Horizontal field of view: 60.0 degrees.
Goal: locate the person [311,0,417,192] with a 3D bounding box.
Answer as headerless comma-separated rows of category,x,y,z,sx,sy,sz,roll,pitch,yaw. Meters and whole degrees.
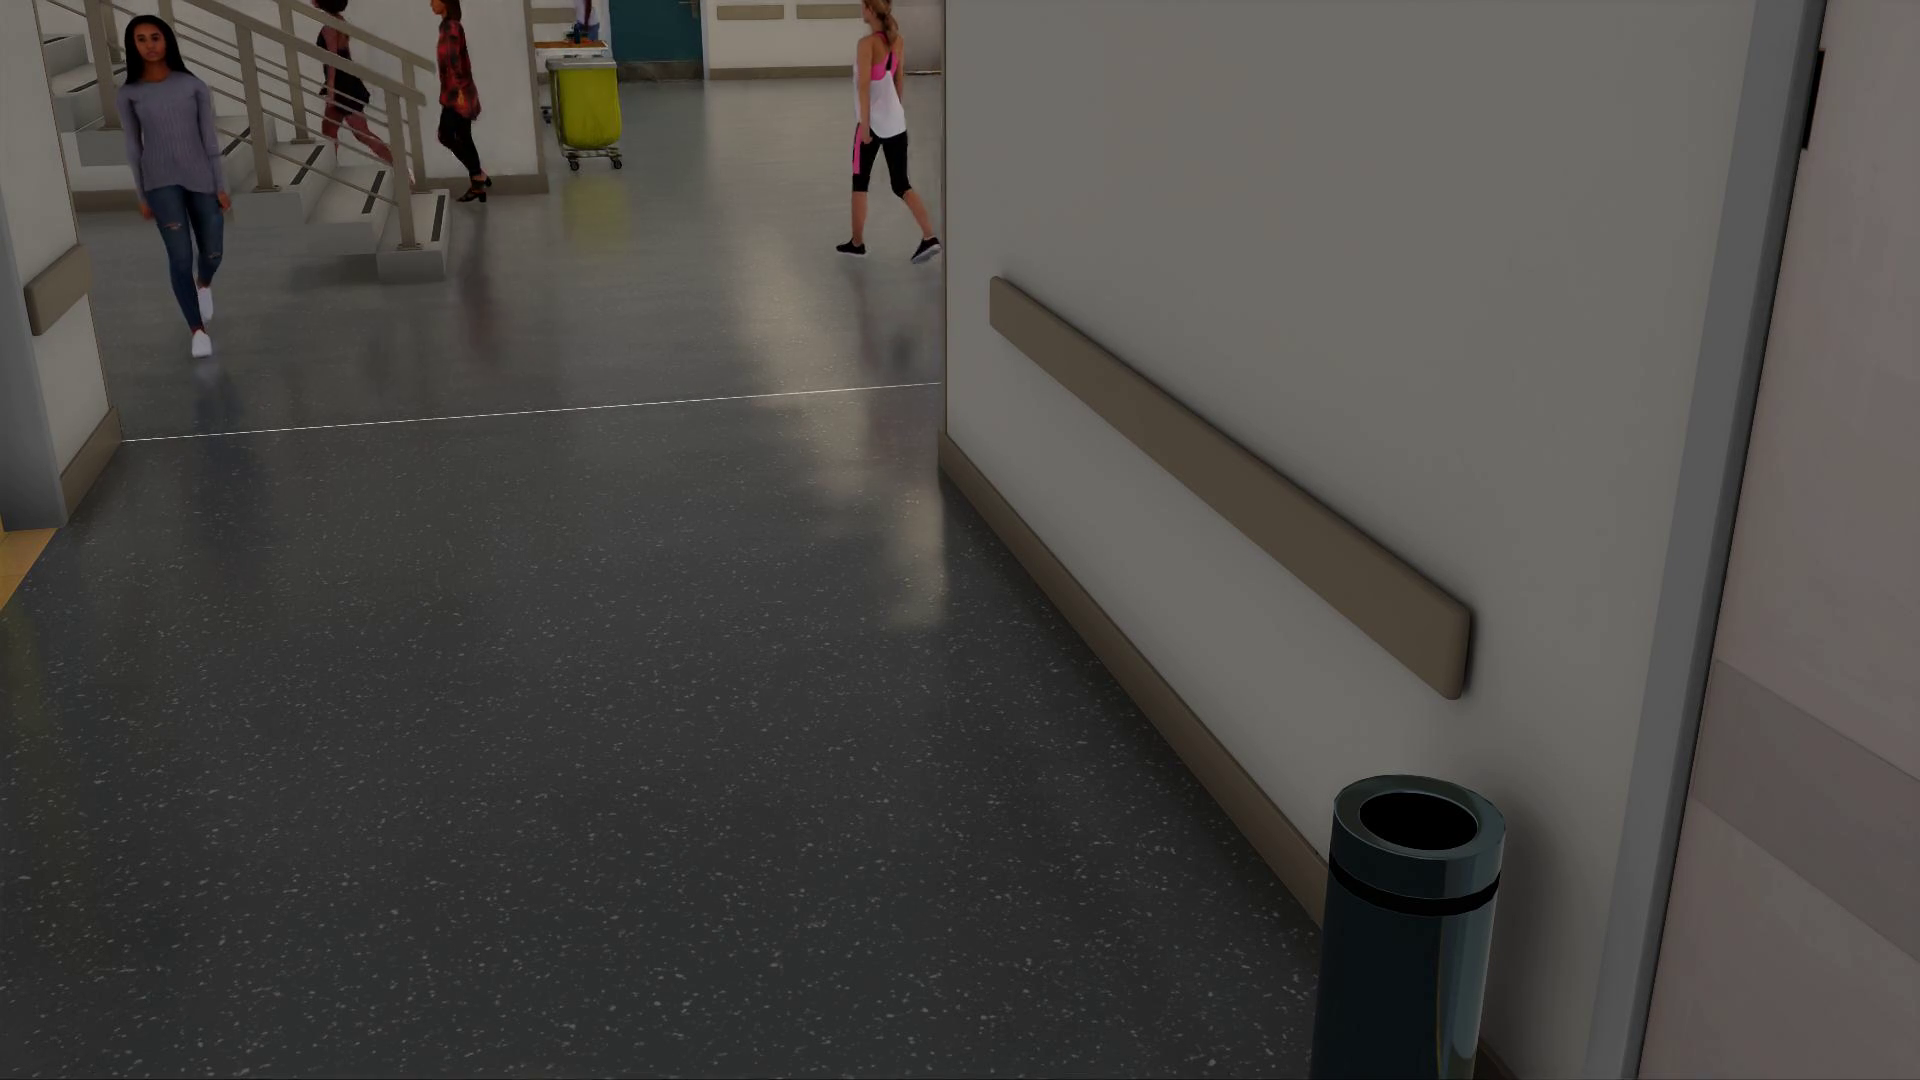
person,-4.719,-3.477,13.012,1.080,1.739,0.560,-5,21,-13

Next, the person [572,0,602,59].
person,-4.718,-6.584,21.292,1.125,1.685,0.978,-19,28,-40

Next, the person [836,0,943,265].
person,-0.432,-2.635,10.773,1.099,1.751,1.168,17,27,38

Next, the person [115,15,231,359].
person,-4.111,-1.861,8.778,1.038,1.717,0.845,-11,23,-26

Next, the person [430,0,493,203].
person,-3.887,-3.520,13.196,0.601,1.690,0.616,-7,22,-17
